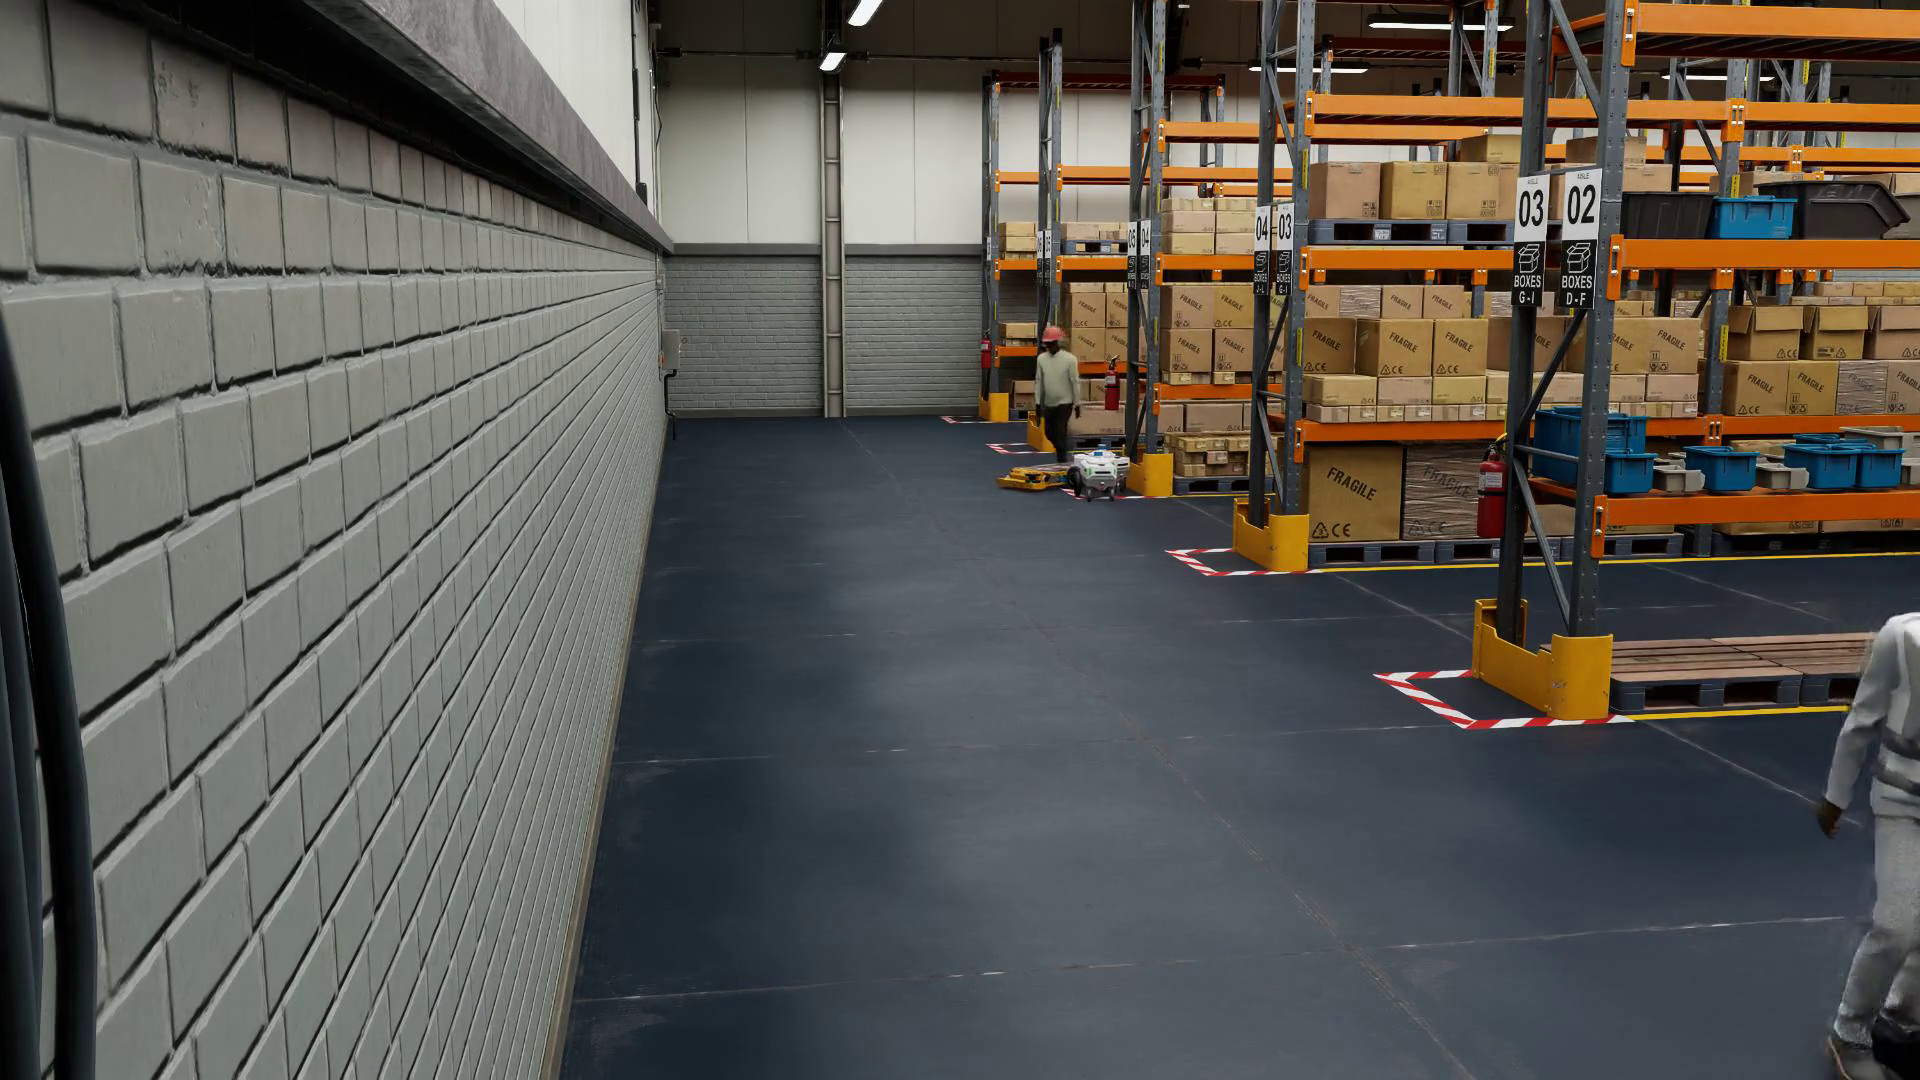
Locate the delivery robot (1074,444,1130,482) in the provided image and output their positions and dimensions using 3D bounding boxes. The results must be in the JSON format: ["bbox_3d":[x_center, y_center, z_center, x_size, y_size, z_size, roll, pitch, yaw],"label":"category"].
[{"bbox_3d":[1.711,-0.910,20.042,0.477,0.478,0.707,-8,12,-40],"label":"delivery robot"}]

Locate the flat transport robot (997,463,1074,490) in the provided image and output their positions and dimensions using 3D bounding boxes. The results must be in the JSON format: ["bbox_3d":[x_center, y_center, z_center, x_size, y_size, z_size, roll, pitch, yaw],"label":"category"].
[{"bbox_3d":[1.200,-0.804,20.548,1.431,0.197,0.652,-8,12,-40],"label":"flat transport robot"}]

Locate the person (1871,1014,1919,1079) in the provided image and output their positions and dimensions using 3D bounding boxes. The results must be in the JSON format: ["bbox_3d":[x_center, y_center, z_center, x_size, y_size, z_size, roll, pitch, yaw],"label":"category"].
[{"bbox_3d":[3.310,0.904,5.048,0.574,1.880,0.971,-6,11,-31],"label":"person"}]

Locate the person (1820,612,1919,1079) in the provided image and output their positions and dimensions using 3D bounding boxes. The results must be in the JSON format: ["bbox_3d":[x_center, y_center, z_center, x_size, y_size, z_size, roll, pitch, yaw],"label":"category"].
[{"bbox_3d":[3.125,0.889,5.287,0.652,1.840,0.460,2,9,13],"label":"person"}]

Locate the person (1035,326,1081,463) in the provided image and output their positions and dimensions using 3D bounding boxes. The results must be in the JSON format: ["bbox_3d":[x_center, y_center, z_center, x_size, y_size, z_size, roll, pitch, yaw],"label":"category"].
[{"bbox_3d":[1.293,-1.796,21.491,0.669,1.960,0.708,6,11,35],"label":"person"}]

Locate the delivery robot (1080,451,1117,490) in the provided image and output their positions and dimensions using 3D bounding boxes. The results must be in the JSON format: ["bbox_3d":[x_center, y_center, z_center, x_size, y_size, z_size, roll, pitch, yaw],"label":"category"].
[{"bbox_3d":[1.607,-0.796,19.338,0.477,0.478,0.707,-1,9,-4],"label":"delivery robot"}]
